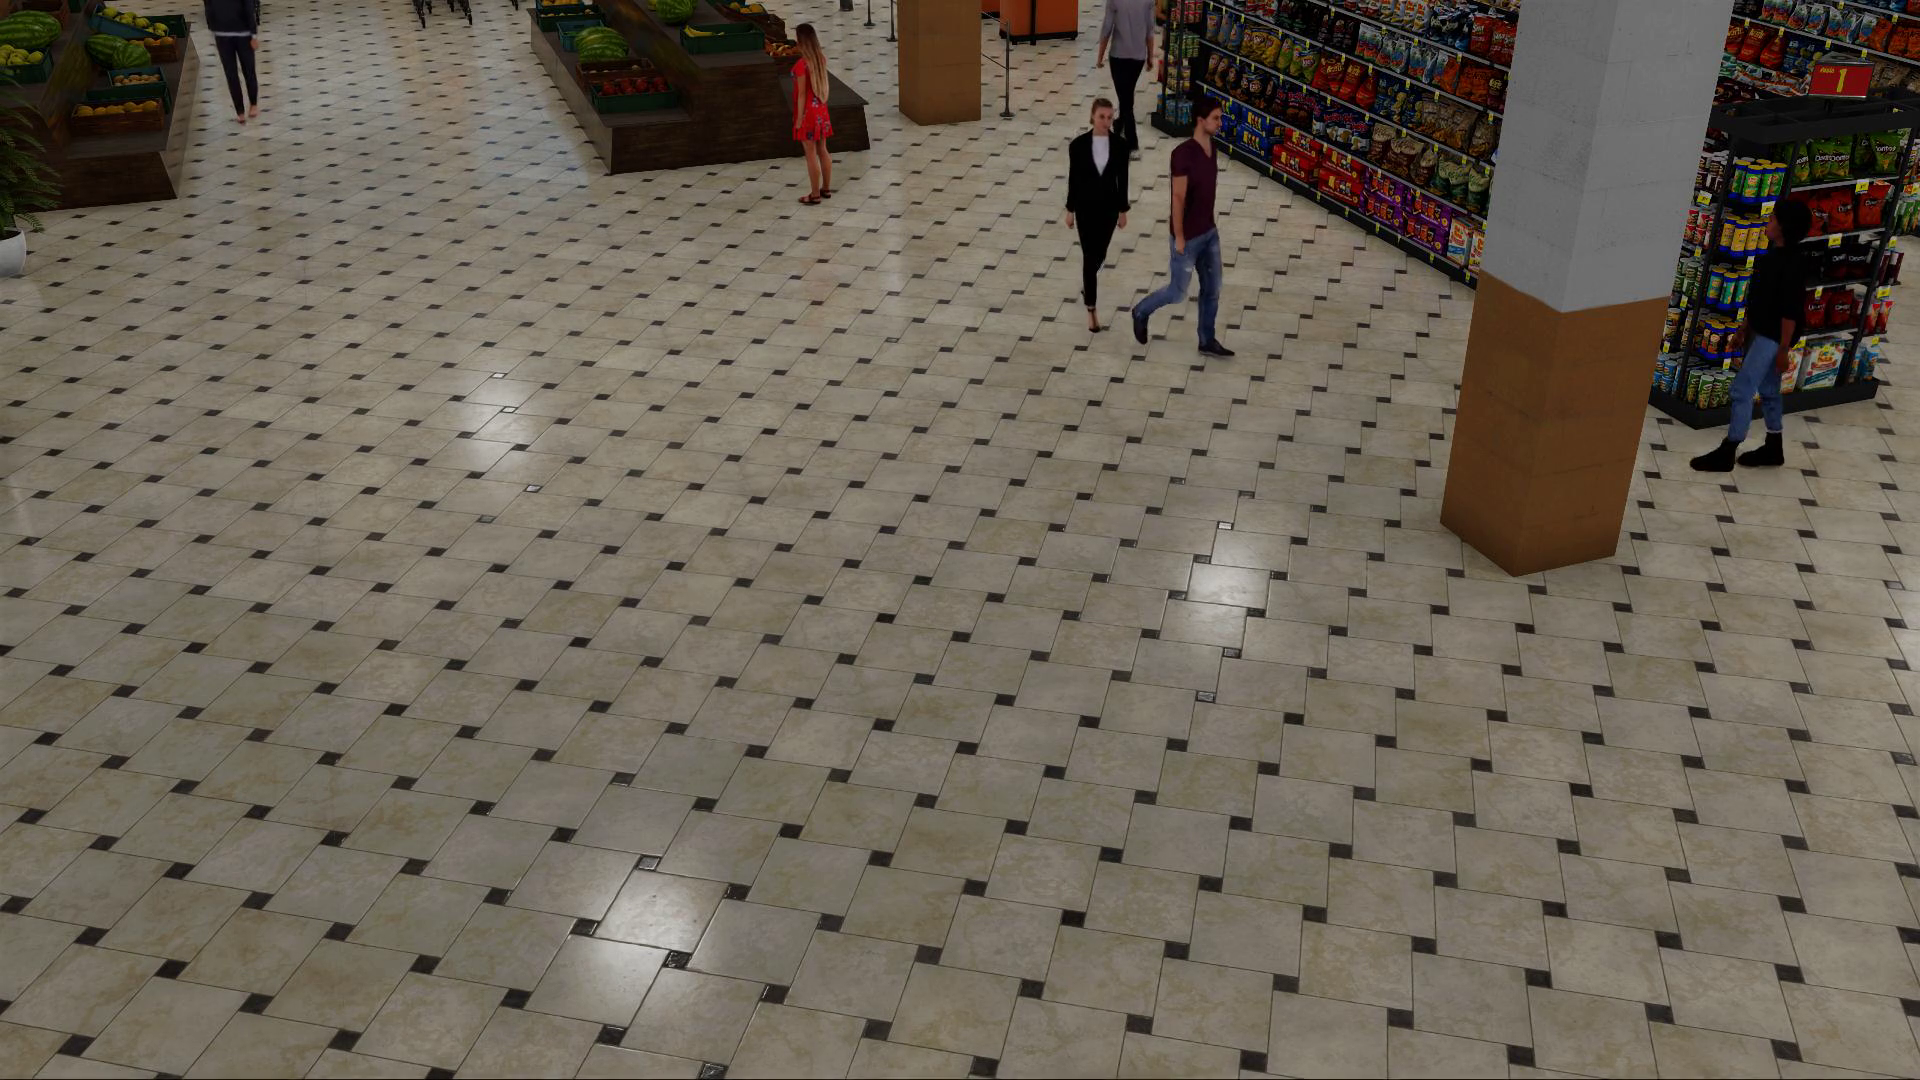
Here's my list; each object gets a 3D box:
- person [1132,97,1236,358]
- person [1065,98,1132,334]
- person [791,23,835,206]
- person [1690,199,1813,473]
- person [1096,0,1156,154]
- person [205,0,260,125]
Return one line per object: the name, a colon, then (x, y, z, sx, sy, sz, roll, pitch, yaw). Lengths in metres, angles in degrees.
person: (1.578, -2.175, 11.664, 1.123, 1.832, 0.964, 22, 36, 35)
person: (1.007, -2.426, 12.298, 0.808, 1.666, 1.140, -3, 29, -6)
person: (-1.323, -3.826, 14.940, 0.709, 1.593, 0.663, 16, 33, 27)
person: (4.992, -1.203, 10.049, 0.907, 1.675, 0.895, 3, 29, 6)
person: (1.675, -4.694, 16.323, 0.735, 1.791, 1.215, -8, 30, -14)
person: (-7.621, -5.289, 17.471, 0.643, 1.733, 0.947, -7, 29, -13)
